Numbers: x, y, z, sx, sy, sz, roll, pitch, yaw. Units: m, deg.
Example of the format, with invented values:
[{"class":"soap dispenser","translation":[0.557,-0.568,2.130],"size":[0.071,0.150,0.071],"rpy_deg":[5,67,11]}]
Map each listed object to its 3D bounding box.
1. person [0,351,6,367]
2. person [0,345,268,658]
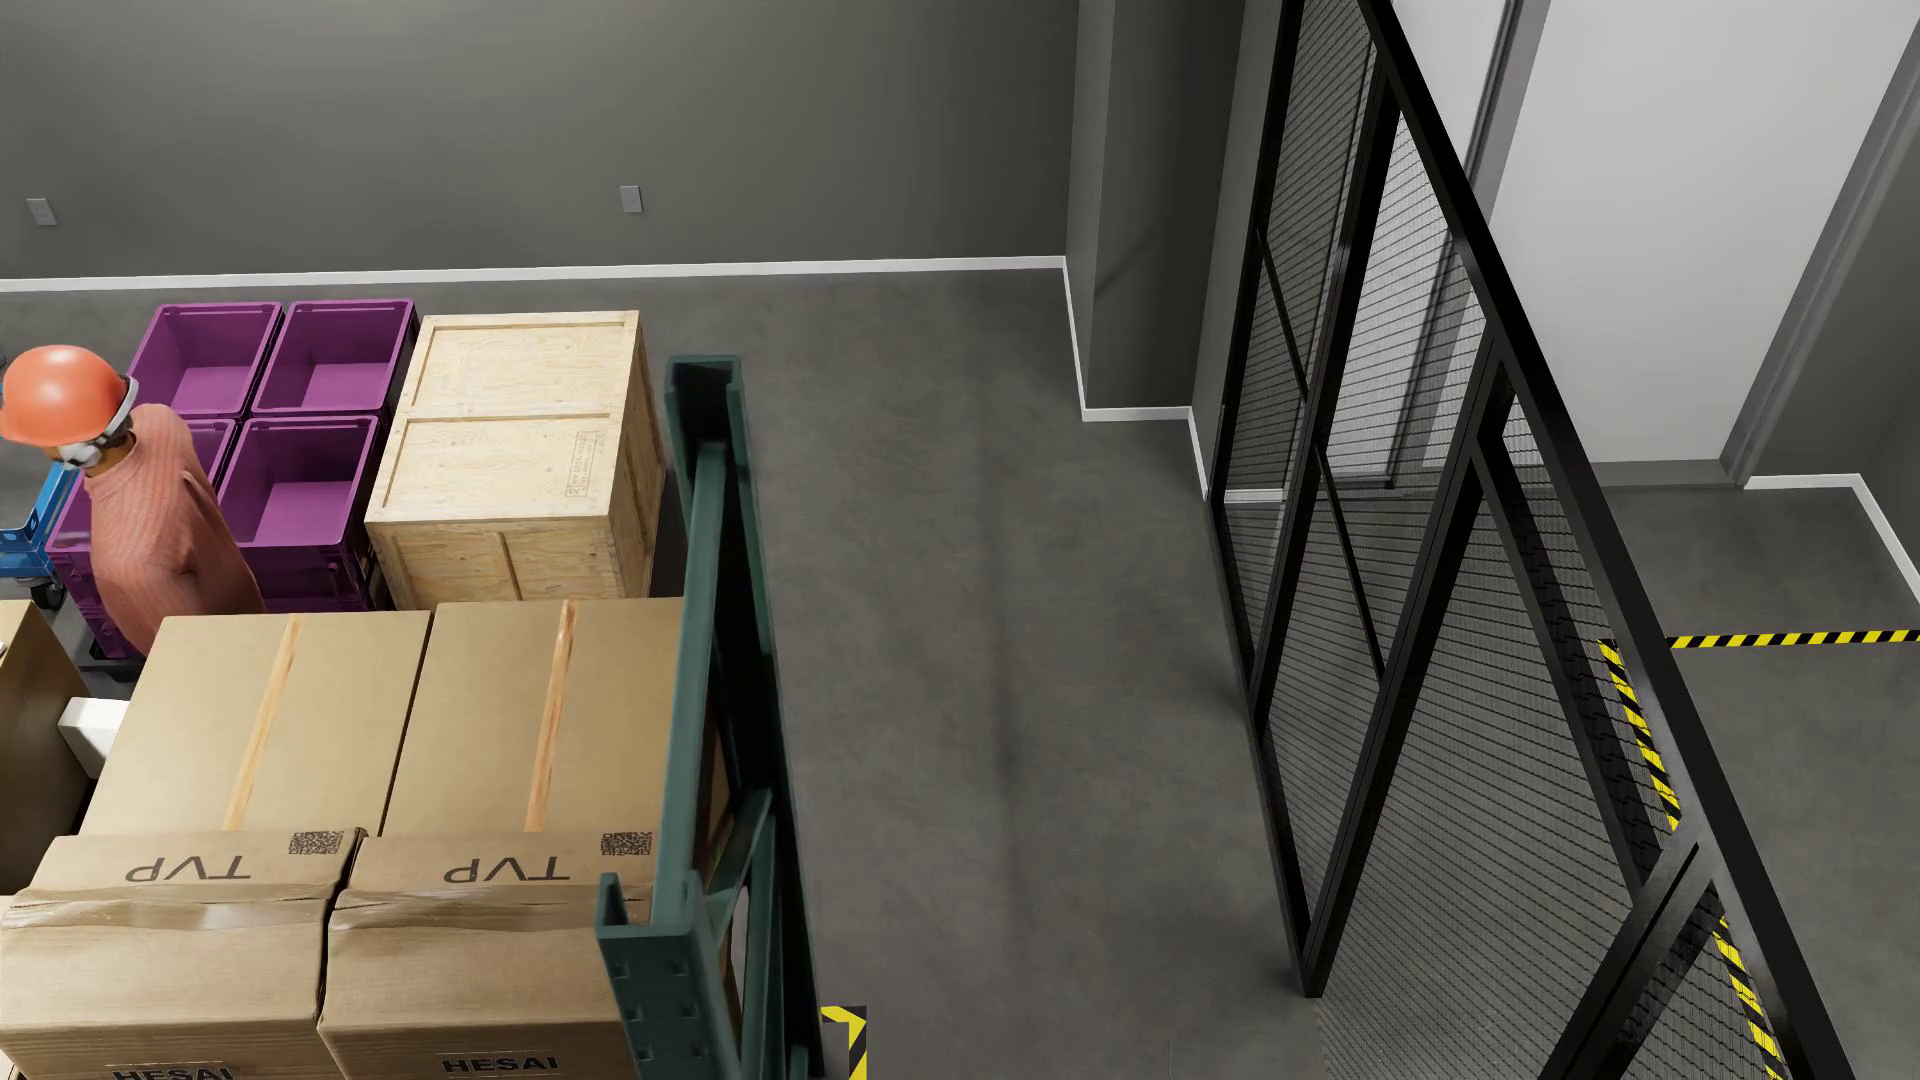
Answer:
[{"class":"person","translation":[-4.028,-1.267,5.966],"size":[0.357,1.938,0.637],"rpy_deg":[-4,46,-3]},{"class":"person","translation":[-2.045,0.261,4.470],"size":[0.384,1.993,0.611],"rpy_deg":[-12,47,-11]}]
